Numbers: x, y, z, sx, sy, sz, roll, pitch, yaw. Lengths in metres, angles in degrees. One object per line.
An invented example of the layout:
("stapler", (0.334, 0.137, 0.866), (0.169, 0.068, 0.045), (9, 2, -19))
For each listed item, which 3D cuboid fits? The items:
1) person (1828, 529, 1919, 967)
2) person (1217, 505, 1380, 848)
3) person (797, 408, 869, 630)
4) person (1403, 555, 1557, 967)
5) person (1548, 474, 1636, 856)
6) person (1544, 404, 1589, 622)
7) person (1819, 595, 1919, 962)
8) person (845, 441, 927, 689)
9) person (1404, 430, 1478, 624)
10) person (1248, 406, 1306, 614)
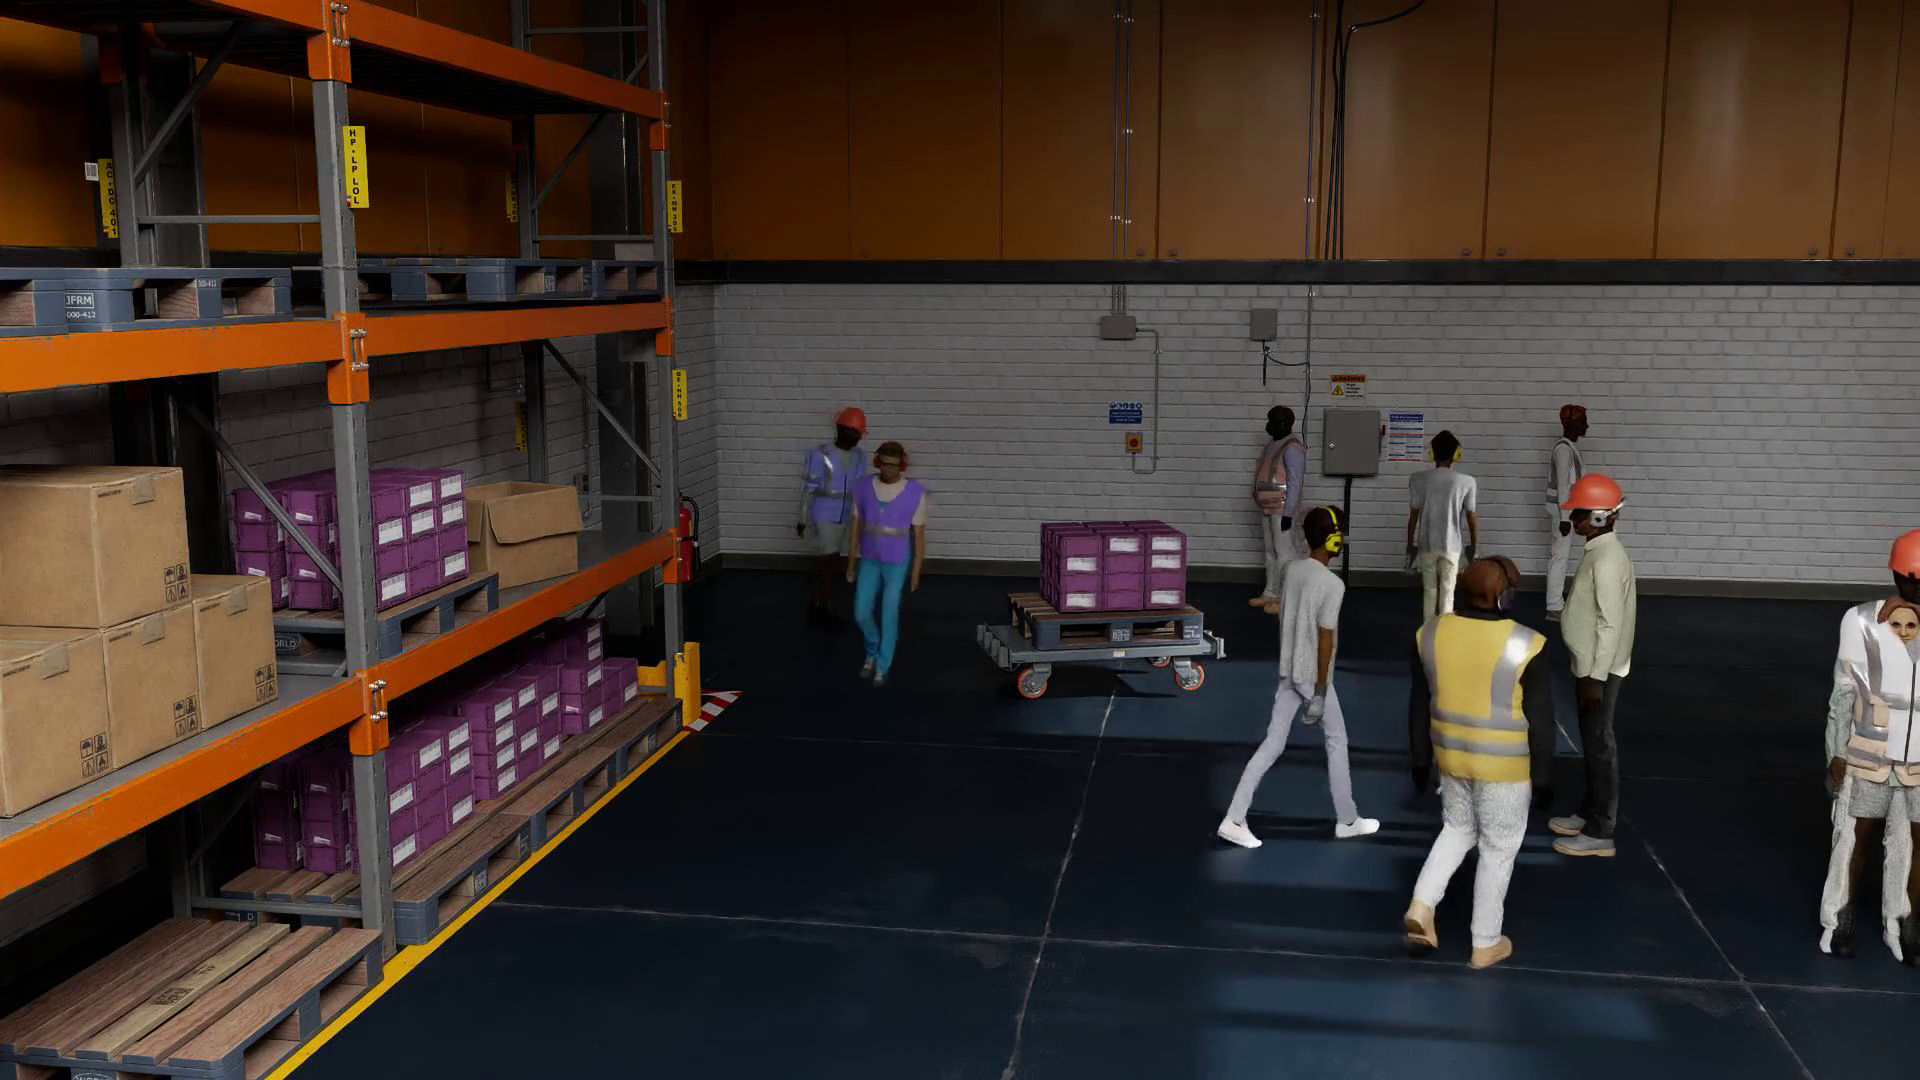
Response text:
("person", (4.093, 0.905, 7.240), (0.551, 1.933, 0.377), (3, 10, 18))
("person", (1.785, 0.724, 8.723), (0.976, 1.827, 0.506), (-6, 11, -31))
("person", (-1.060, -0.185, 14.123), (0.695, 1.877, 0.572), (9, 13, 44))
("person", (2.240, 0.970, 7.174), (0.516, 1.828, 0.630), (-8, 12, -41))
("person", (3.288, 0.645, 8.667), (0.401, 1.989, 0.623), (3, 10, 18))
("person", (5.257, -0.233, 14.416), (0.346, 1.882, 0.584), (4, 10, 22))
("person", (4.078, 1.039, 7.315), (0.515, 1.641, 0.315), (3, 10, 18))
("person", (-0.538, 0.176, 12.084), (0.614, 1.816, 0.436), (2, 10, 14))
("person", (3.674, 0.076, 12.689), (0.532, 1.833, 0.943), (3, 10, 19))
("person", (2.819, -0.274, 14.792), (0.429, 1.846, 0.626), (-2, 9, -11))
